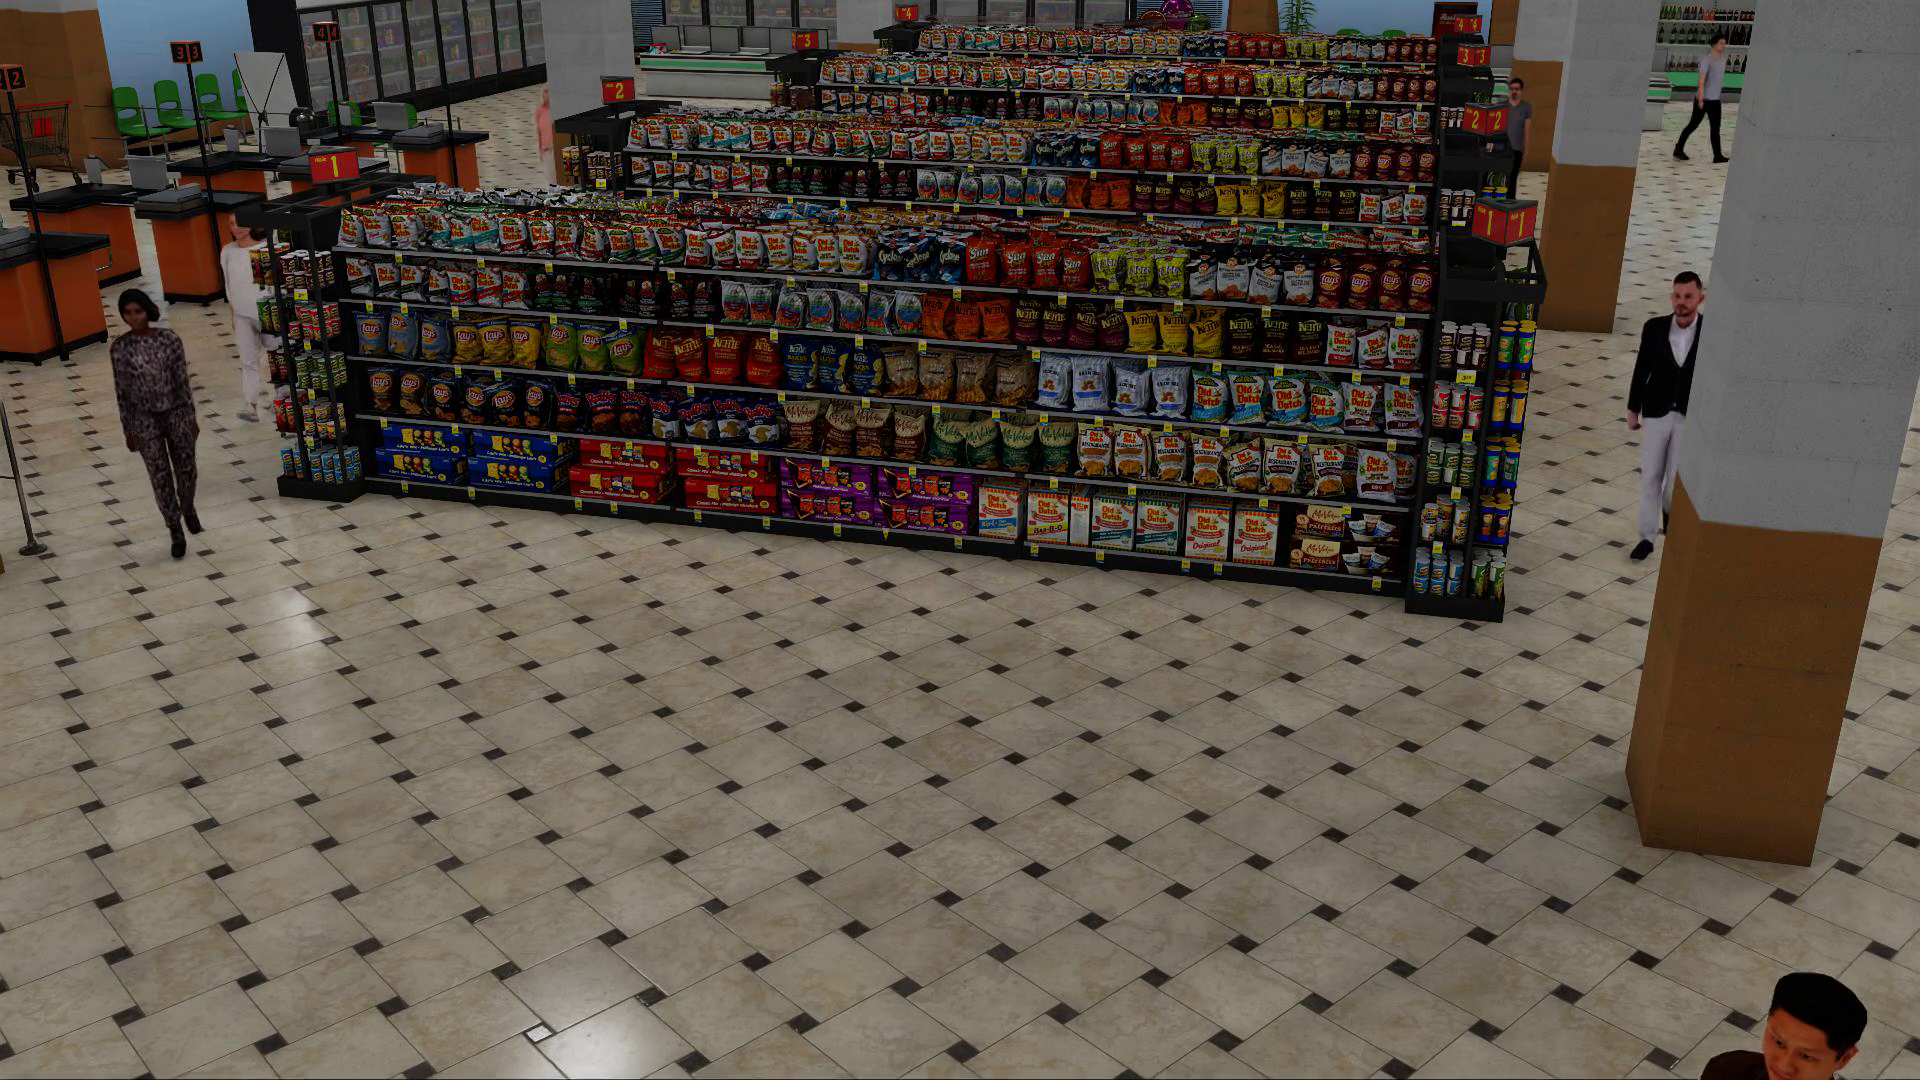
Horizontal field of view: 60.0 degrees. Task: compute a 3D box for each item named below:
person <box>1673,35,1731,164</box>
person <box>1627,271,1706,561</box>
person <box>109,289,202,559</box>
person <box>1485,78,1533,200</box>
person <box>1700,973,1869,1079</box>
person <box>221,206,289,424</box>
[{"bbox_3d":[10.973,-6.495,24.594,1.229,1.817,1.238,-10,24,-23],"label":"person"},{"bbox_3d":[4.446,-0.776,10.351,0.795,1.826,0.840,12,25,27],"label":"person"},{"bbox_3d":[-5.002,-0.744,10.435,0.765,1.704,0.818,-8,23,-20],"label":"person"},{"bbox_3d":[6.717,-4.763,20.411,1.106,1.723,0.758,8,23,18],"label":"person"},{"bbox_3d":[1.970,1.800,4.036,1.112,1.754,1.087,-15,26,-33],"label":"person"},{"bbox_3d":[-5.496,-1.783,13.088,1.040,1.653,0.900,-2,22,-4],"label":"person"}]
